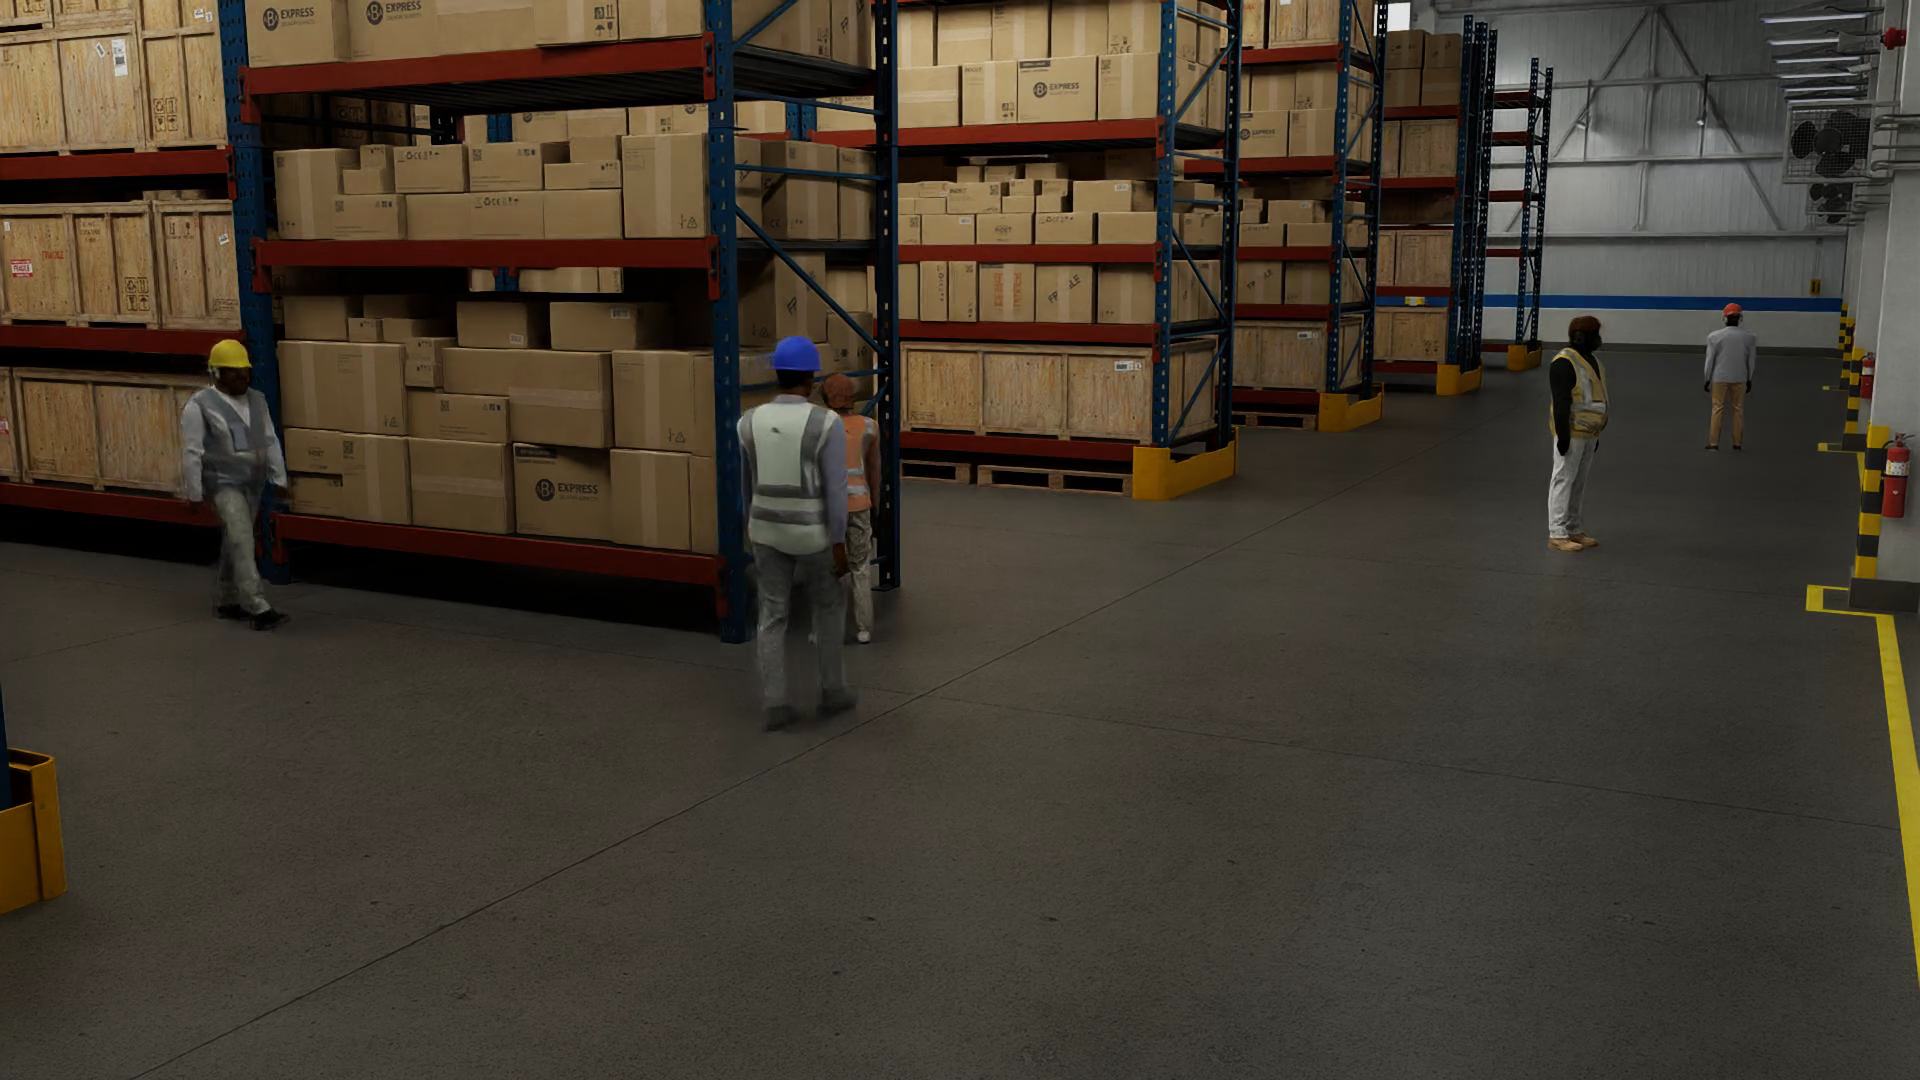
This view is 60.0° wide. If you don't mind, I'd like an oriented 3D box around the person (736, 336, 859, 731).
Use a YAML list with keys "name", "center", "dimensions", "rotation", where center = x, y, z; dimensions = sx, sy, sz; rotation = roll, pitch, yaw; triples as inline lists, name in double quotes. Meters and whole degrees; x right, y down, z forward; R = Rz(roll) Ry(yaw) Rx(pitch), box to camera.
- name: "person"
  center: [-0.767, -0.048, 8.278]
  dimensions: [0.645, 1.920, 0.760]
  rotation: [4, 11, 23]

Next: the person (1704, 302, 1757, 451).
- name: "person"
  center: [9.065, -1.918, 19.606]
  dimensions: [0.562, 1.752, 0.323]
  rotation: [2, 10, 11]

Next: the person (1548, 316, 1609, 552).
- name: "person"
  center: [4.870, -0.838, 13.096]
  dimensions: [0.429, 1.846, 0.622]
  rotation: [9, 13, 42]

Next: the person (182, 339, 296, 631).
- name: "person"
  center: [-4.418, -0.341, 10.352]
  dimensions: [0.859, 1.795, 0.599]
  rotation: [4, 10, 21]

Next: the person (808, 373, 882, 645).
- name: "person"
  center: [-0.708, -0.175, 9.877]
  dimensions: [0.521, 1.631, 0.314]
  rotation: [-4, 10, -21]
